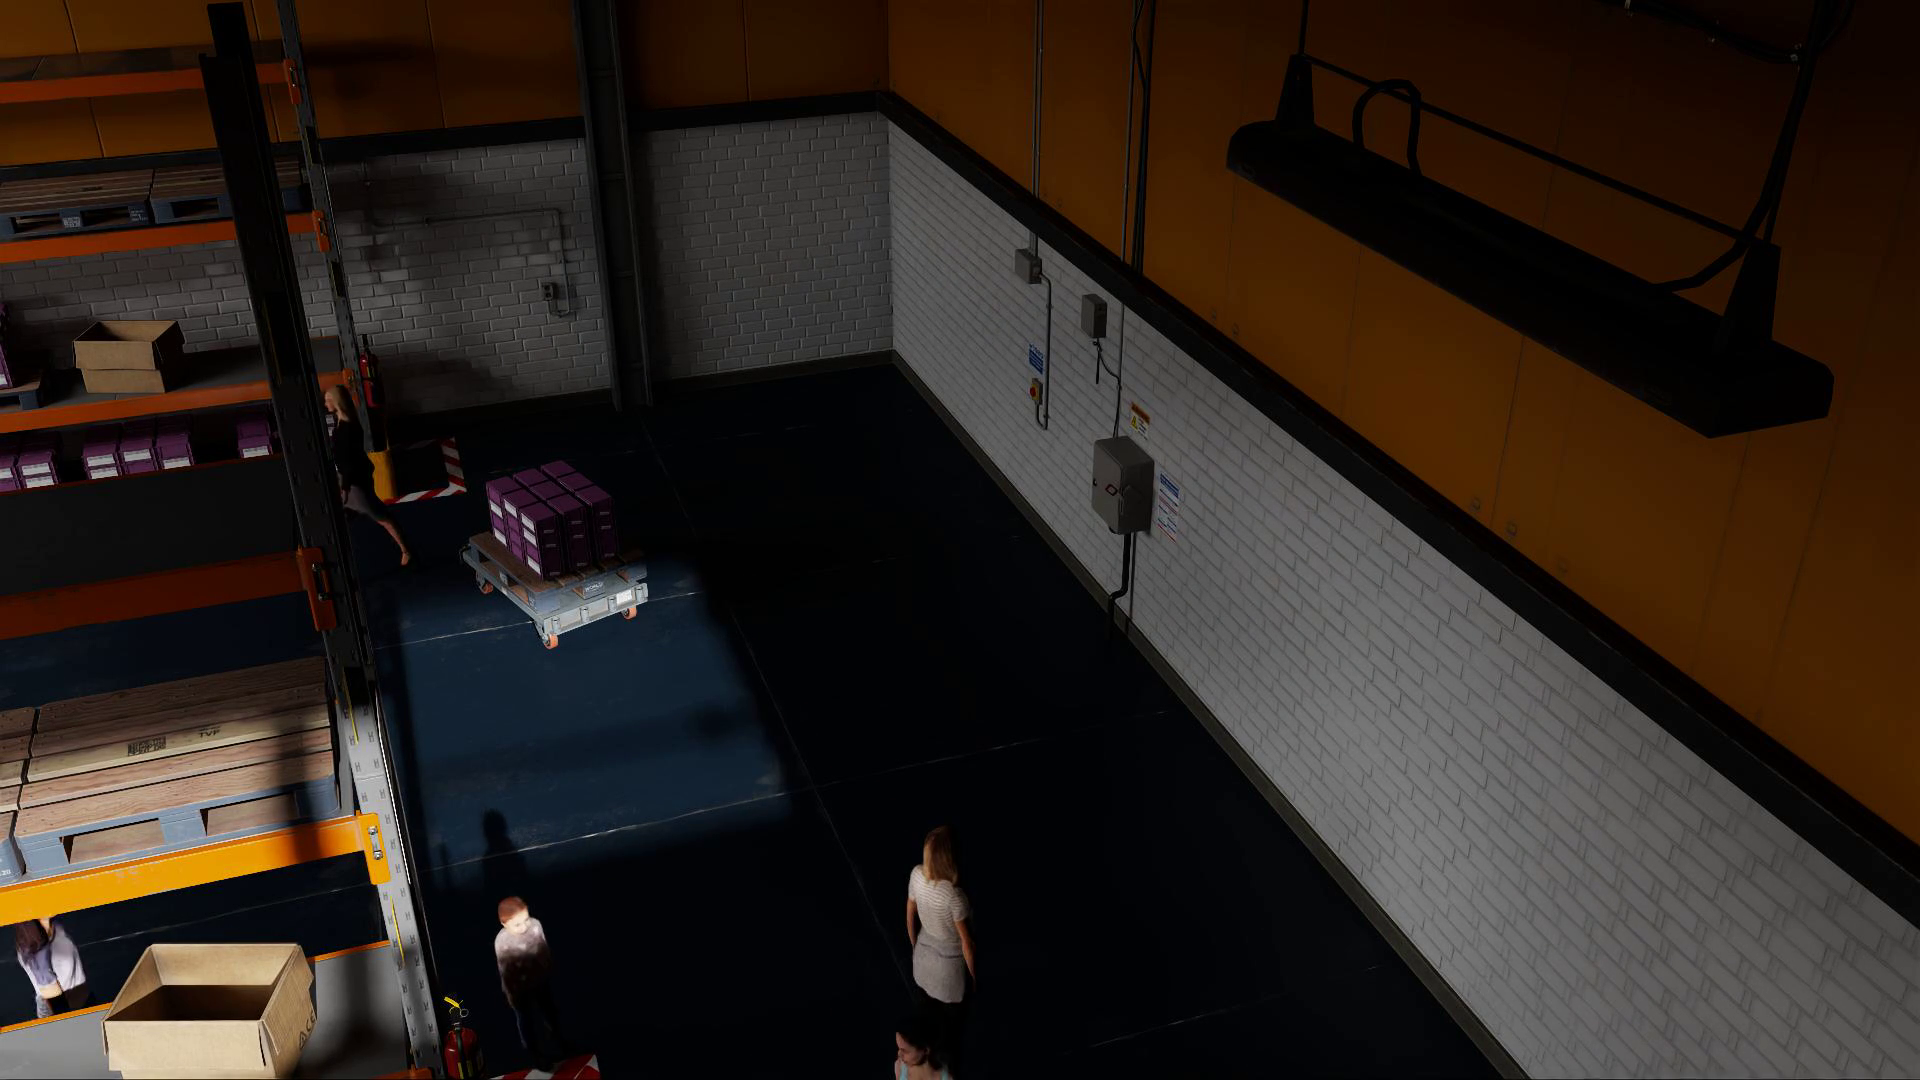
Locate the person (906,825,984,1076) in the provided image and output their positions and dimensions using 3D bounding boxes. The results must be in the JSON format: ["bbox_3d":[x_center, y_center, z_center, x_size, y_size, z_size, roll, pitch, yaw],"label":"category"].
[{"bbox_3d":[-0.100,2.304,9.004,0.689,1.826,0.696,22,36,35],"label":"person"}]

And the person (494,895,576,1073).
[{"bbox_3d":[-2.477,2.462,9.379,0.526,1.189,0.614,-25,38,-38],"label":"person"}]

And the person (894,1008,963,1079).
[{"bbox_3d":[-0.065,2.920,7.985,1.171,1.721,1.247,11,31,20],"label":"person"}]

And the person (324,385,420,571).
[{"bbox_3d":[-4.995,-0.450,14.095,1.194,1.785,0.817,-18,33,-29],"label":"person"}]
